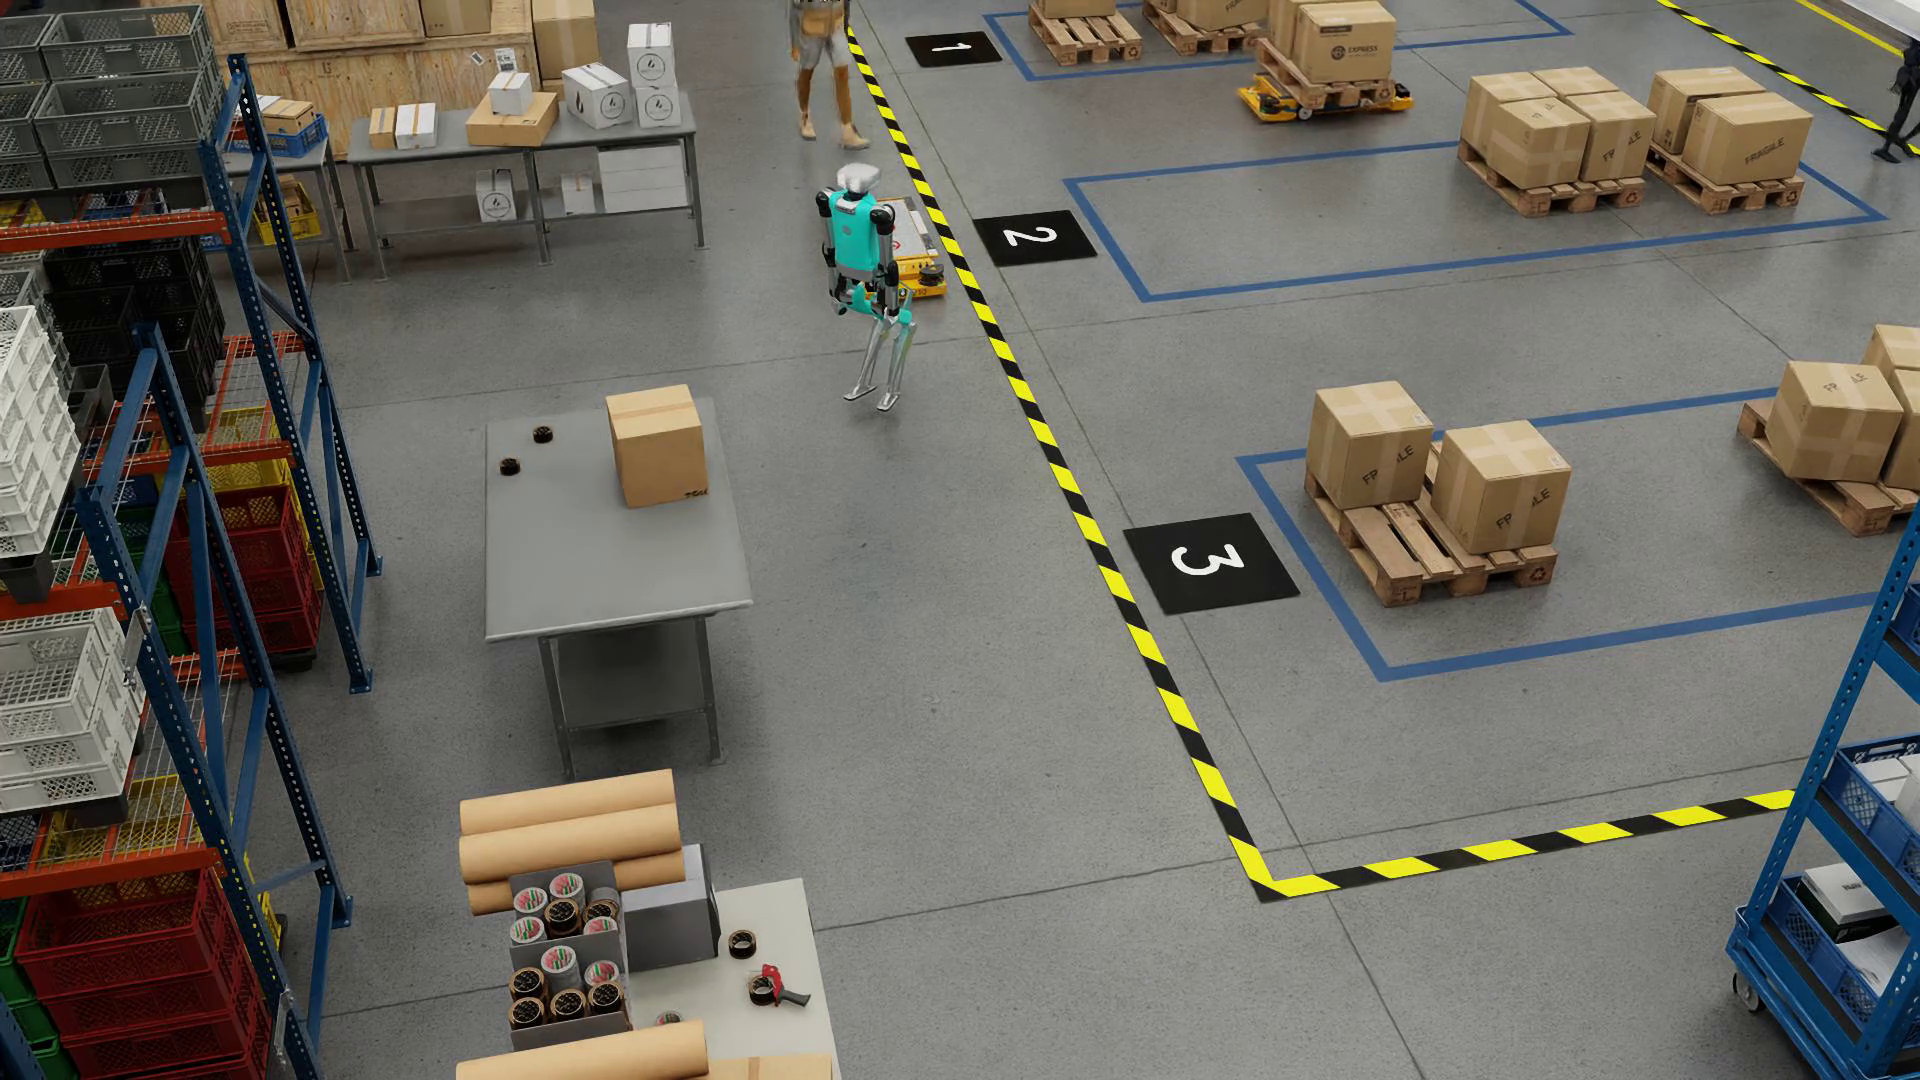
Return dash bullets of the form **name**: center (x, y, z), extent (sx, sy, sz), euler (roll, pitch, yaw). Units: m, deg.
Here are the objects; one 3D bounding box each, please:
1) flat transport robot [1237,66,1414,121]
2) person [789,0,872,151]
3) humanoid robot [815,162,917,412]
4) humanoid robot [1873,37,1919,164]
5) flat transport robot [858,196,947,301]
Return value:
- **flat transport robot**: center (3.290, -4.035, 14.954), extent (1.431, 0.197, 0.652), euler (-8, 37, -10)
- **person**: center (-1.115, -4.183, 13.727), extent (0.730, 1.989, 1.008), euler (-21, 42, -26)
- **humanoid robot**: center (-0.495, -1.626, 10.399), extent (0.533, 1.673, 0.735), euler (21, 41, 26)
- **humanoid robot**: center (7.915, -3.886, 13.595), extent (0.609, 1.643, 0.354), euler (-14, 39, -18)
- **flat transport robot**: center (-0.570, -2.220, 12.538), extent (0.659, 0.231, 1.431), euler (-8, 37, -10)
